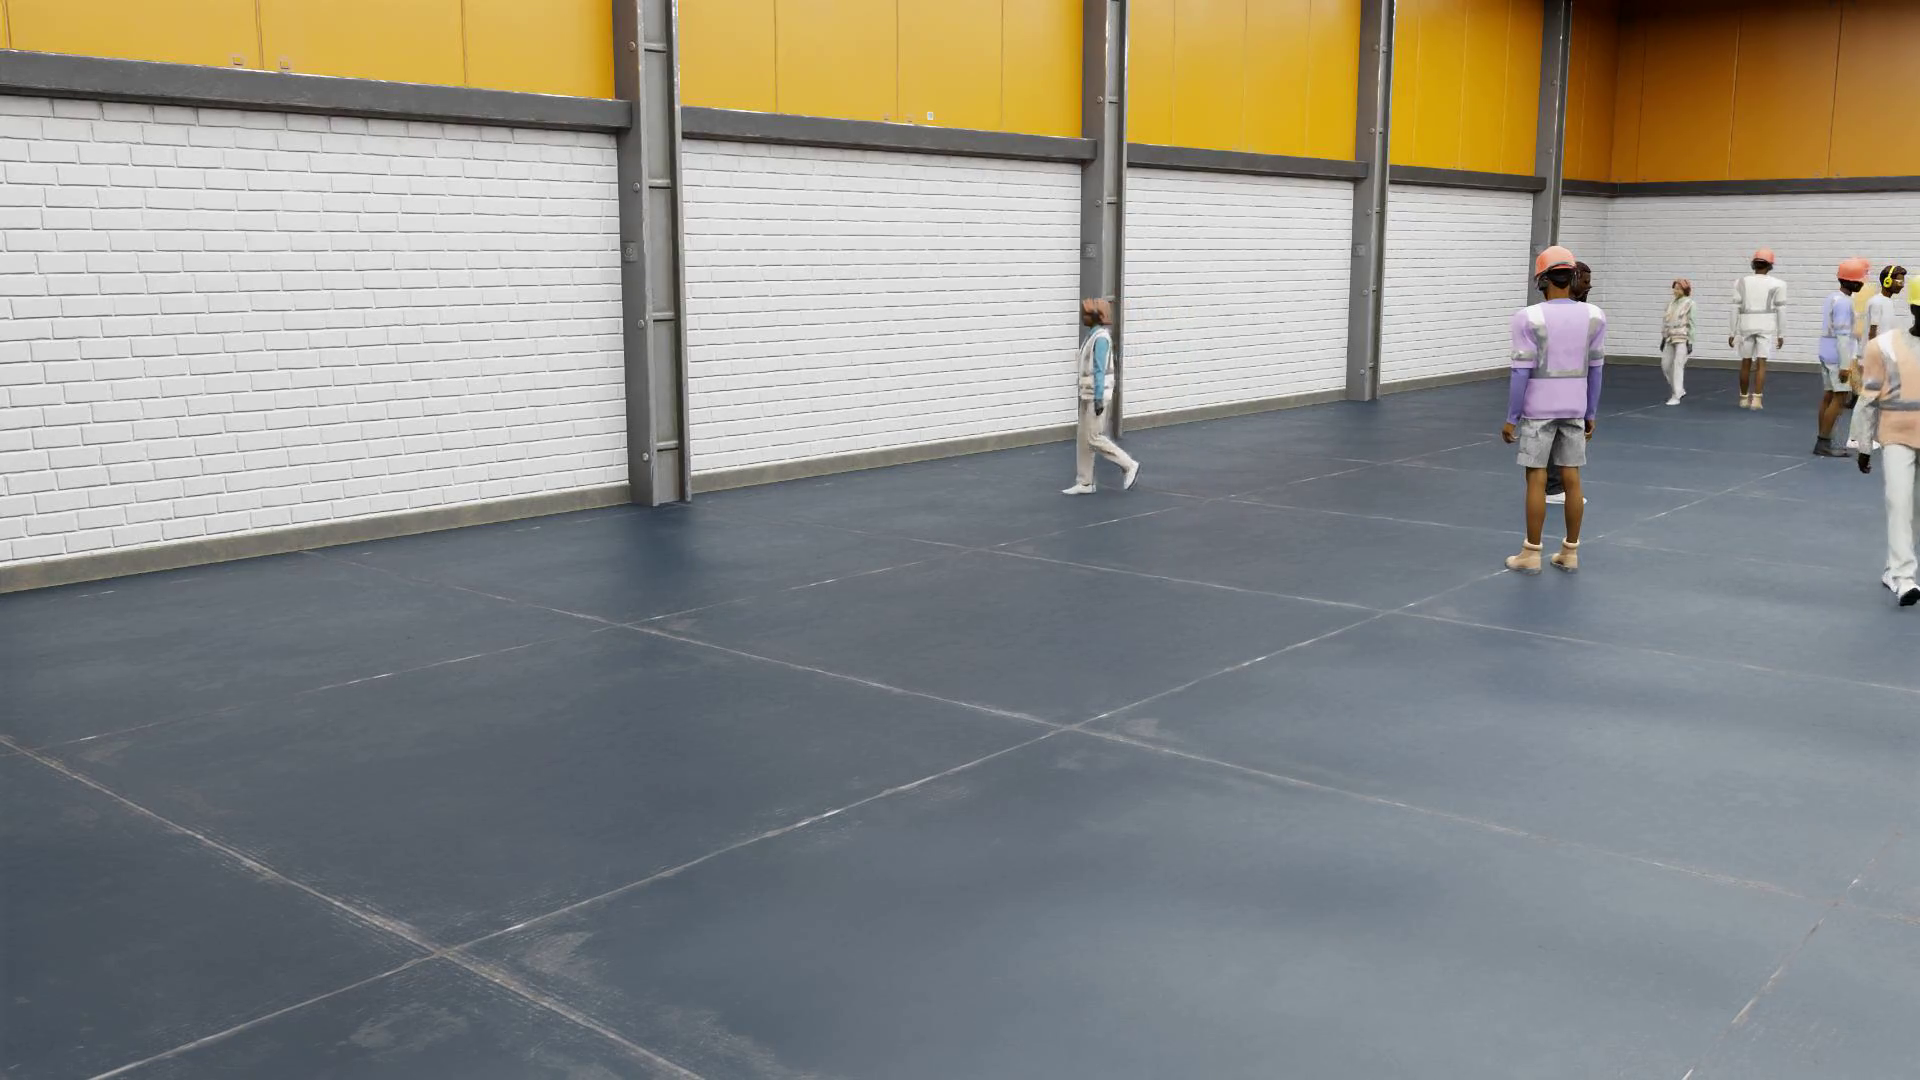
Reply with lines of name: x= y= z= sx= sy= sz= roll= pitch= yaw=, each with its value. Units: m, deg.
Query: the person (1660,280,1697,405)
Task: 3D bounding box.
person: x=9.355 y=-2.556 z=21.564 sx=0.512 sy=1.615 sz=0.553 roll=-4 pitch=11 yaw=-21

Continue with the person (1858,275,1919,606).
person: x=5.459 y=-0.564 z=9.438 sx=0.610 sy=1.876 sz=0.972 roll=3 pitch=10 yaw=14

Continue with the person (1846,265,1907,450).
person: x=9.267 y=-1.835 z=16.783 sx=0.371 sy=1.853 sz=0.503 roll=9 pitch=14 yaw=43

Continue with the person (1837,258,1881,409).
person: x=11.330 y=-2.633 z=21.178 sx=0.569 sy=1.888 sz=0.944 roll=0 pitch=10 yaw=-2

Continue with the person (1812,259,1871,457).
person: x=8.545 y=-1.758 z=16.206 sx=0.391 sy=1.902 sz=0.579 roll=3 pitch=10 yaw=18

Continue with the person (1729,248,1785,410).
person: x=10.020 y=-2.647 z=20.912 sx=0.613 sy=2.046 sz=0.501 roll=7 pitch=12 yaw=35

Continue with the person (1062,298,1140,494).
person: x=1.150 y=-1.162 z=13.581 sx=0.554 sy=1.620 sz=0.526 roll=-1 pitch=10 yaw=-7

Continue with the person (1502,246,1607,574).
person: x=3.671 y=-0.799 z=10.353 sx=0.605 sy=2.034 sz=0.391 roll=-2 pitch=10 yaw=-9

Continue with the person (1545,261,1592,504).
person: x=4.785 y=-1.249 z=13.243 sx=0.369 sy=1.915 sz=0.597 roll=0 pitch=10 yaw=-2
